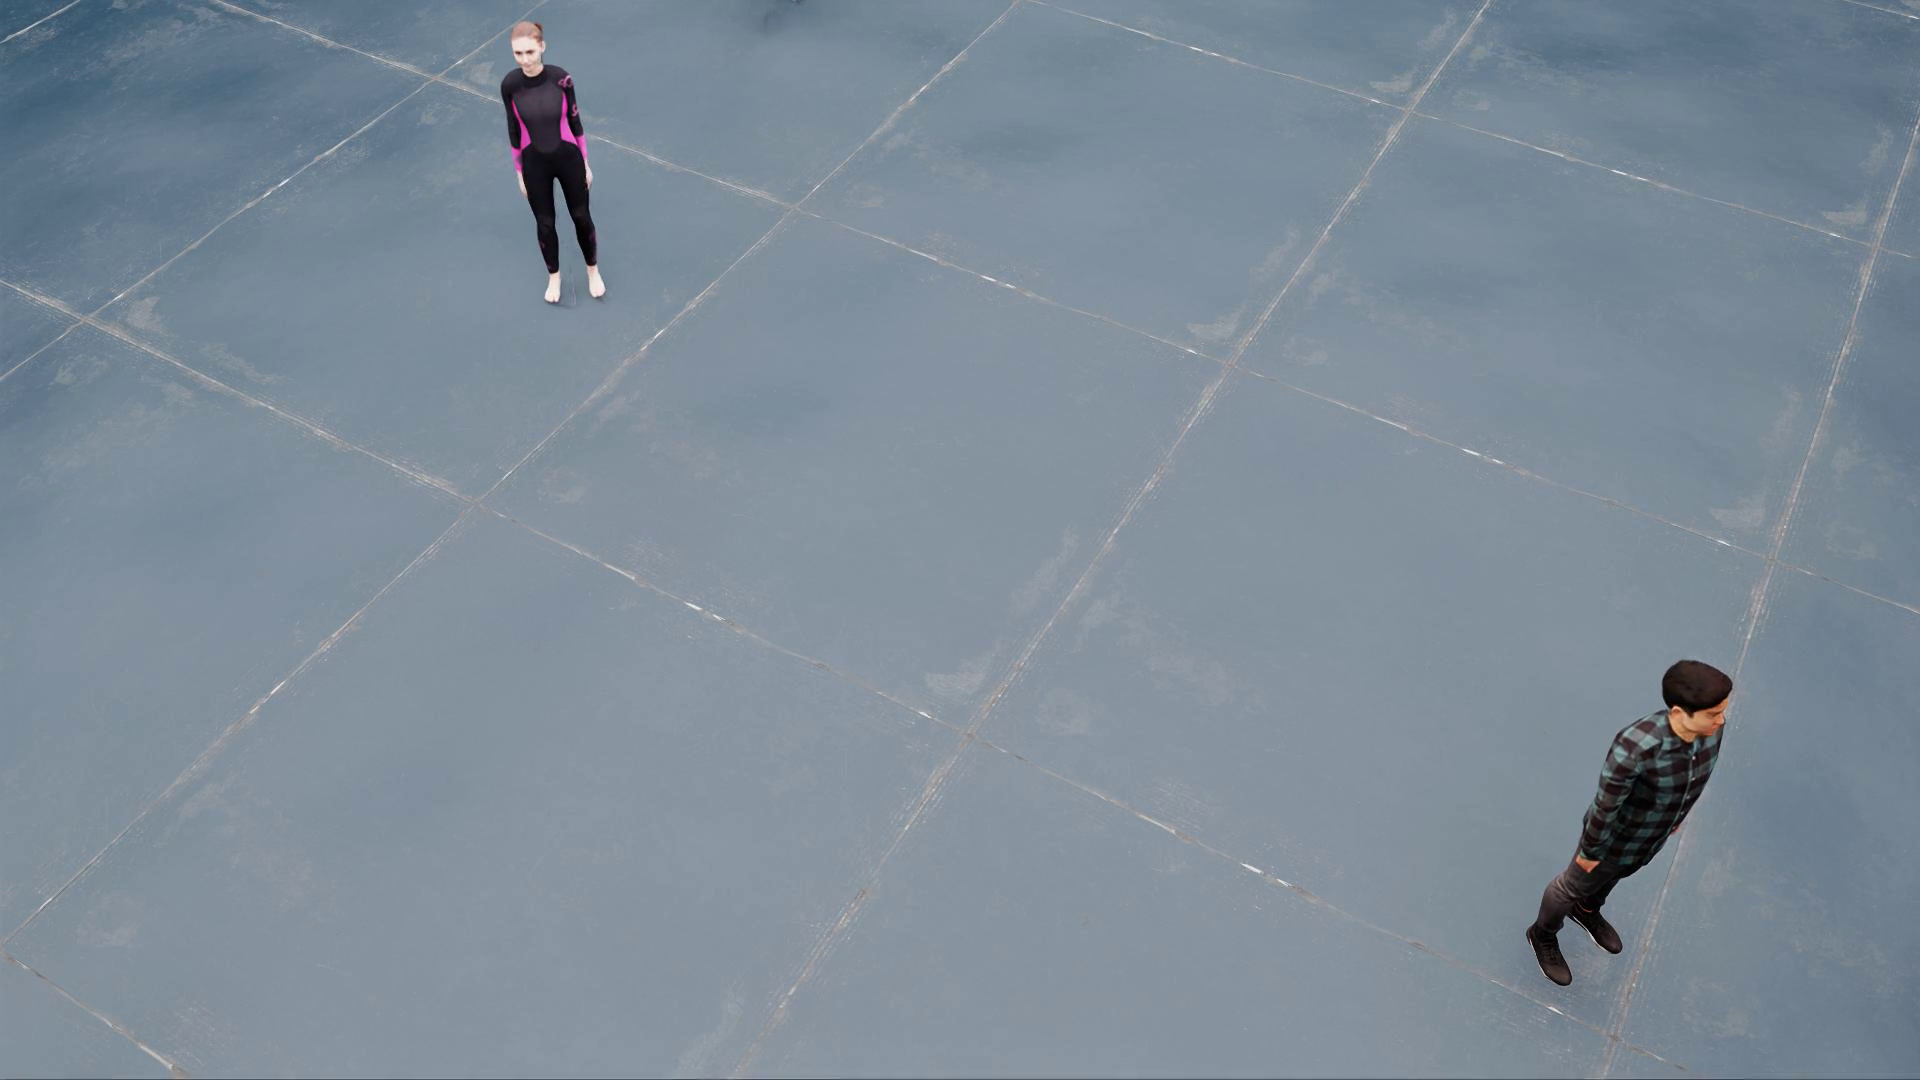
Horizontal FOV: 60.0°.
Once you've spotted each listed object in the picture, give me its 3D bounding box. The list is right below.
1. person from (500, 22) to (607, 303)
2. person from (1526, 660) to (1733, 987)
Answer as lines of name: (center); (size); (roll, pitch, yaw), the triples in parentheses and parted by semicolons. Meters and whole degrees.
person: (-2.279, -2.107, 9.327); (0.647, 1.745, 0.716); (-8, 48, -8)
person: (2.483, 1.037, 6.157); (0.746, 1.714, 0.719); (-22, 51, -19)
